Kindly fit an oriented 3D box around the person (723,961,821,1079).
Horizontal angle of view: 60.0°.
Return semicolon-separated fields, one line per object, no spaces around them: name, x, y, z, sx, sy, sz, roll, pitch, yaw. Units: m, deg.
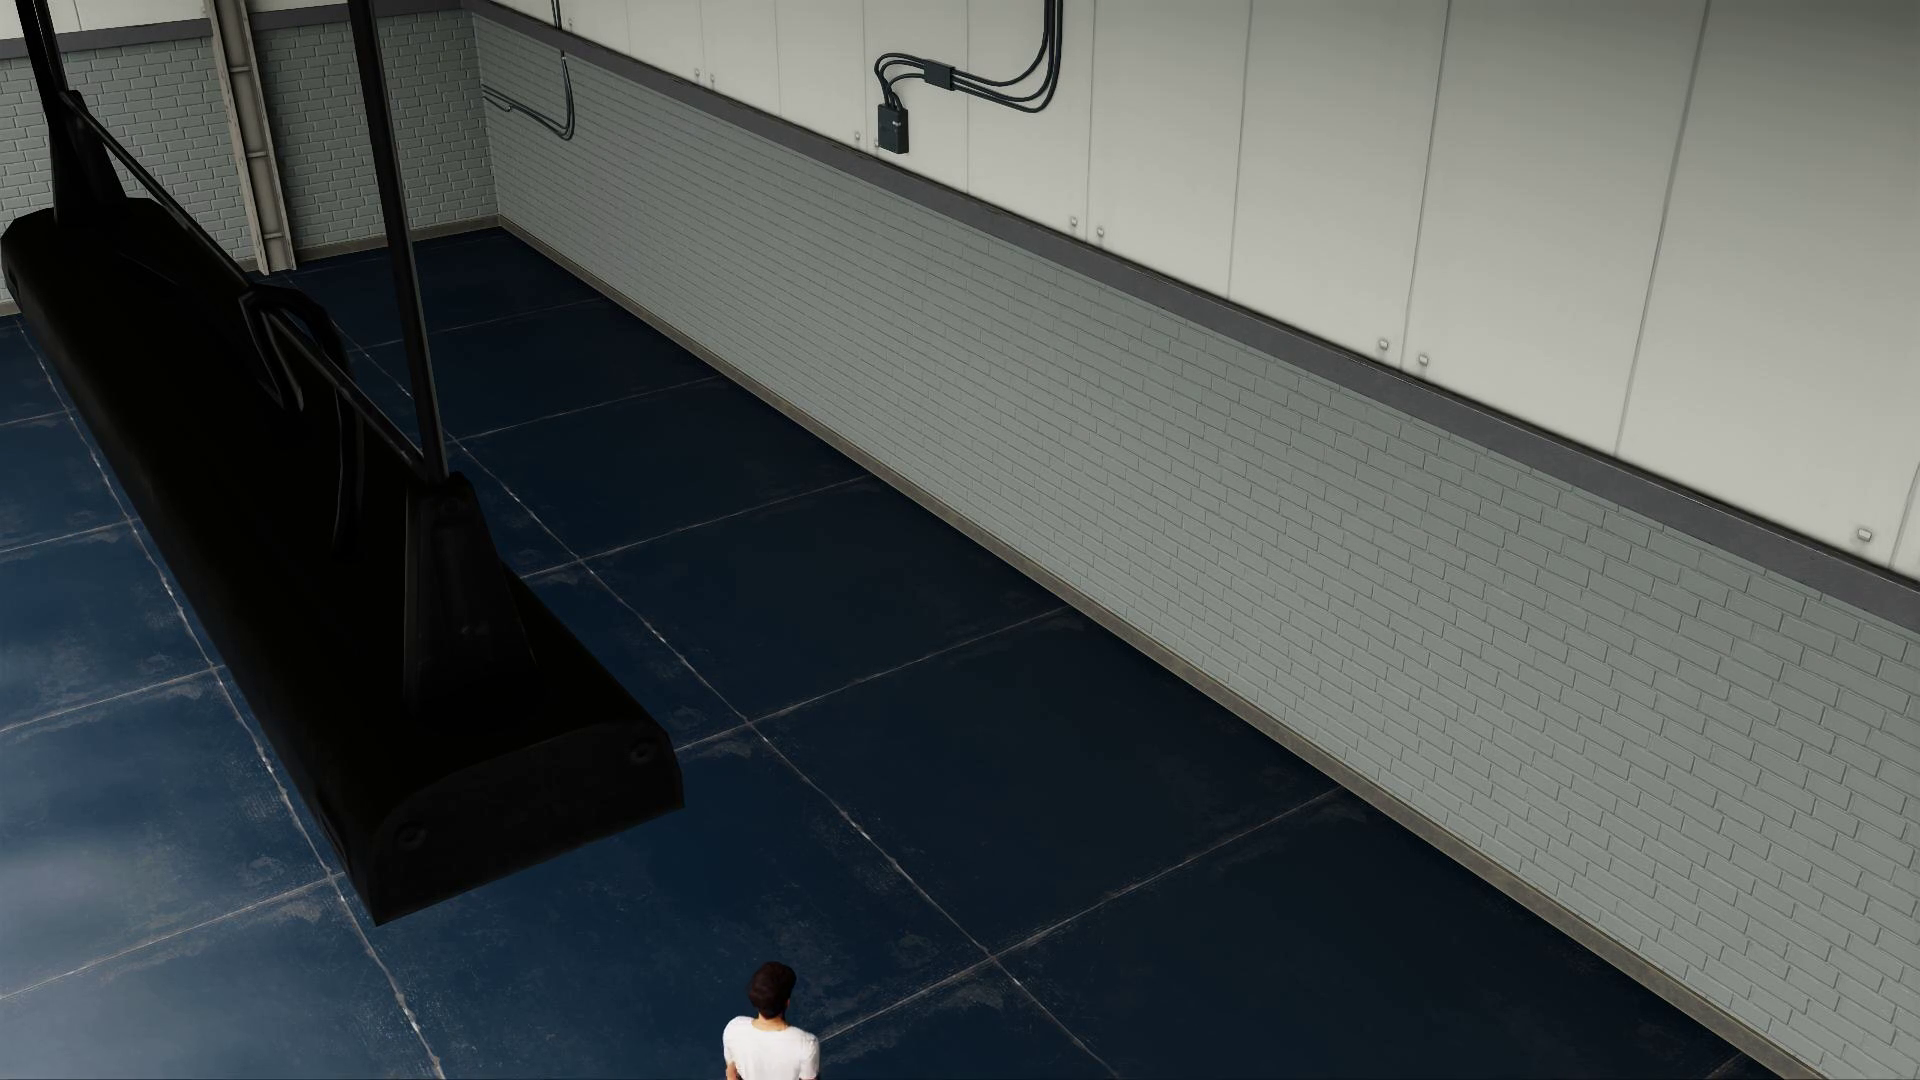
person;-0.869;2.699;7.668;1.056;1.692;1.143;6;29;11
